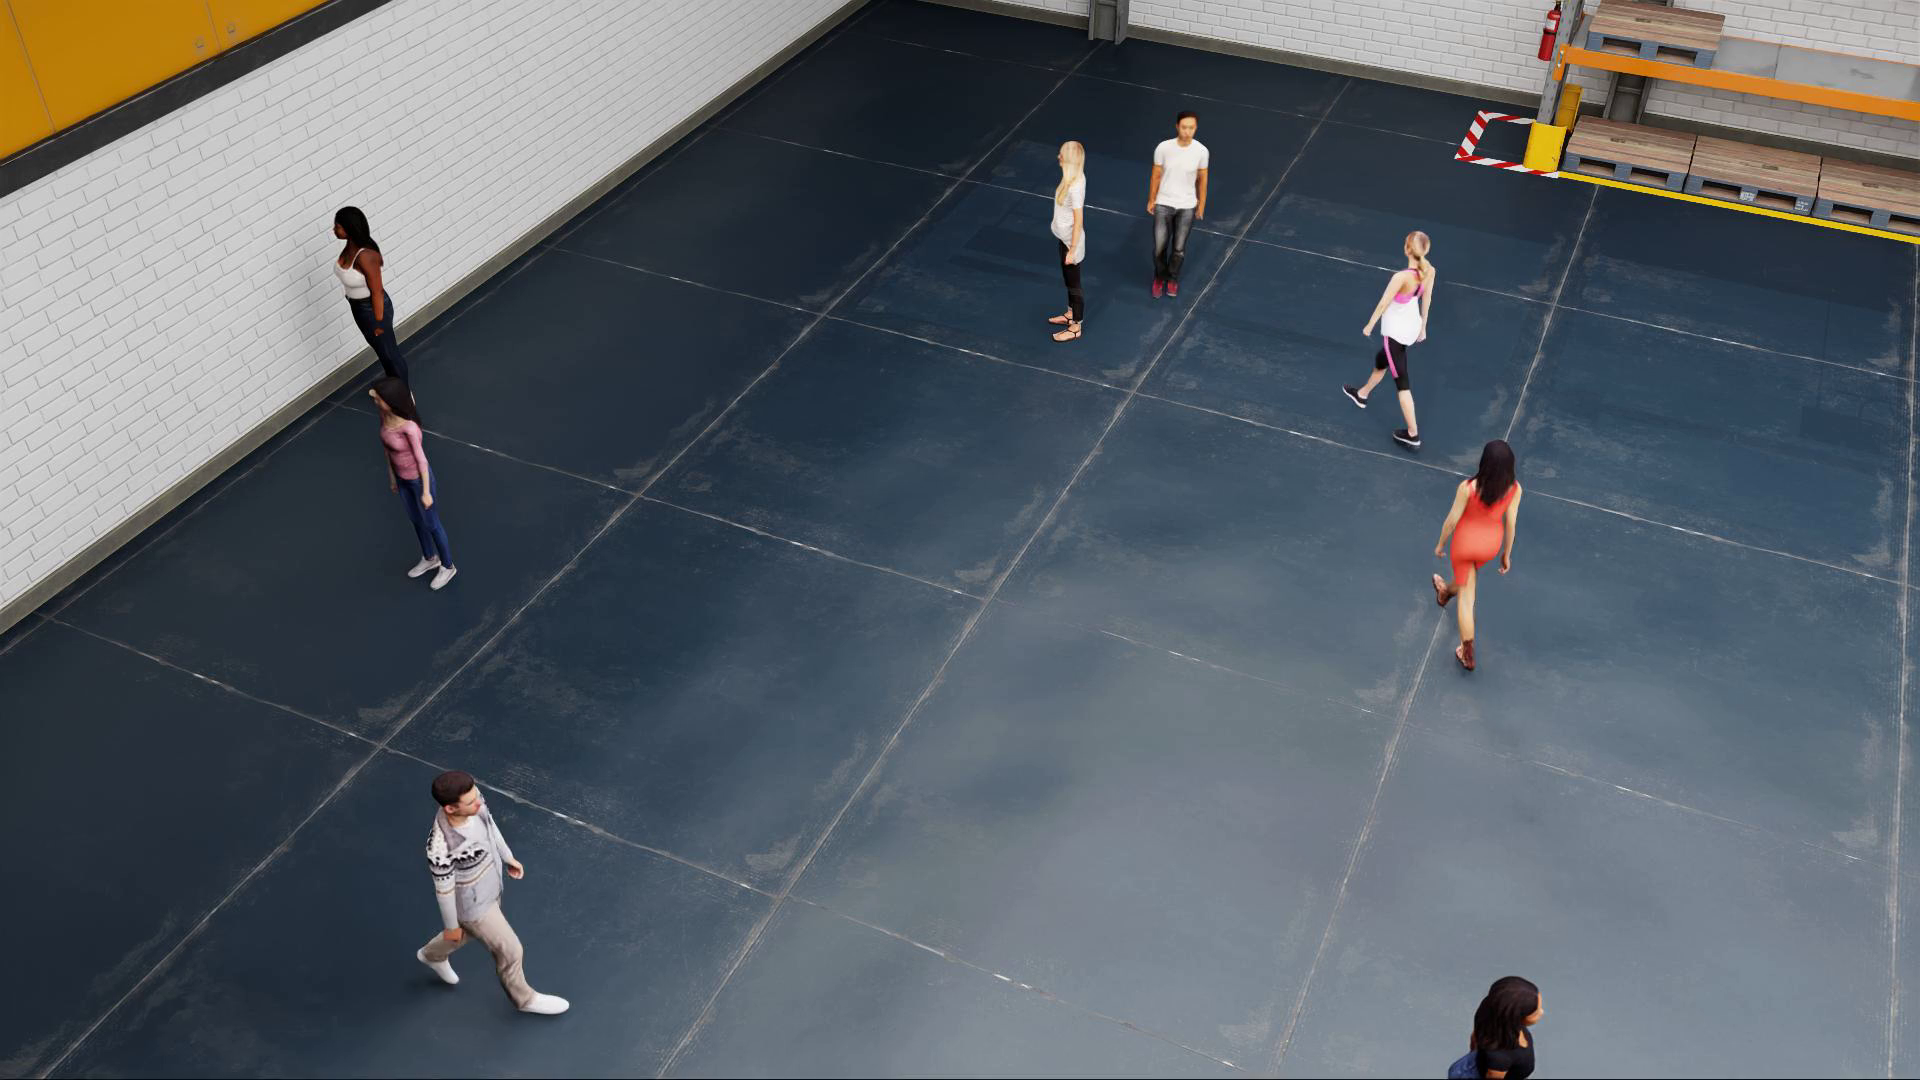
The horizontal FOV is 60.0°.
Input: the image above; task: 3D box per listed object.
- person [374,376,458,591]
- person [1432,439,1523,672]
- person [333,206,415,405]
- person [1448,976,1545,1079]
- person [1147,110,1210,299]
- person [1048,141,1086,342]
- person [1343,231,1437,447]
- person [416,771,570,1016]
[{"bbox_3d":[-3.839,-0.427,11.694,0.534,1.741,0.686,28,47,31],"label":"person"},{"bbox_3d":[3.444,0.127,11.062,1.159,1.664,1.052,-3,39,-4],"label":"person"},{"bbox_3d":[-4.741,-1.851,13.473,0.803,1.747,0.711,-22,43,-25],"label":"person"},{"bbox_3d":[2.439,2.637,7.860,0.613,1.738,0.619,7,39,8],"label":"person"},{"bbox_3d":[1.941,-3.059,14.946,0.707,1.797,0.825,1,39,1],"label":"person"},{"bbox_3d":[0.960,-2.576,14.318,0.693,1.825,0.694,-3,39,-3],"label":"person"},{"bbox_3d":[3.519,-1.547,13.100,0.987,1.737,1.227,-23,44,-26],"label":"person"},{"bbox_3d":[-2.642,1.841,8.771,1.204,1.846,0.968,1,39,1],"label":"person"}]
